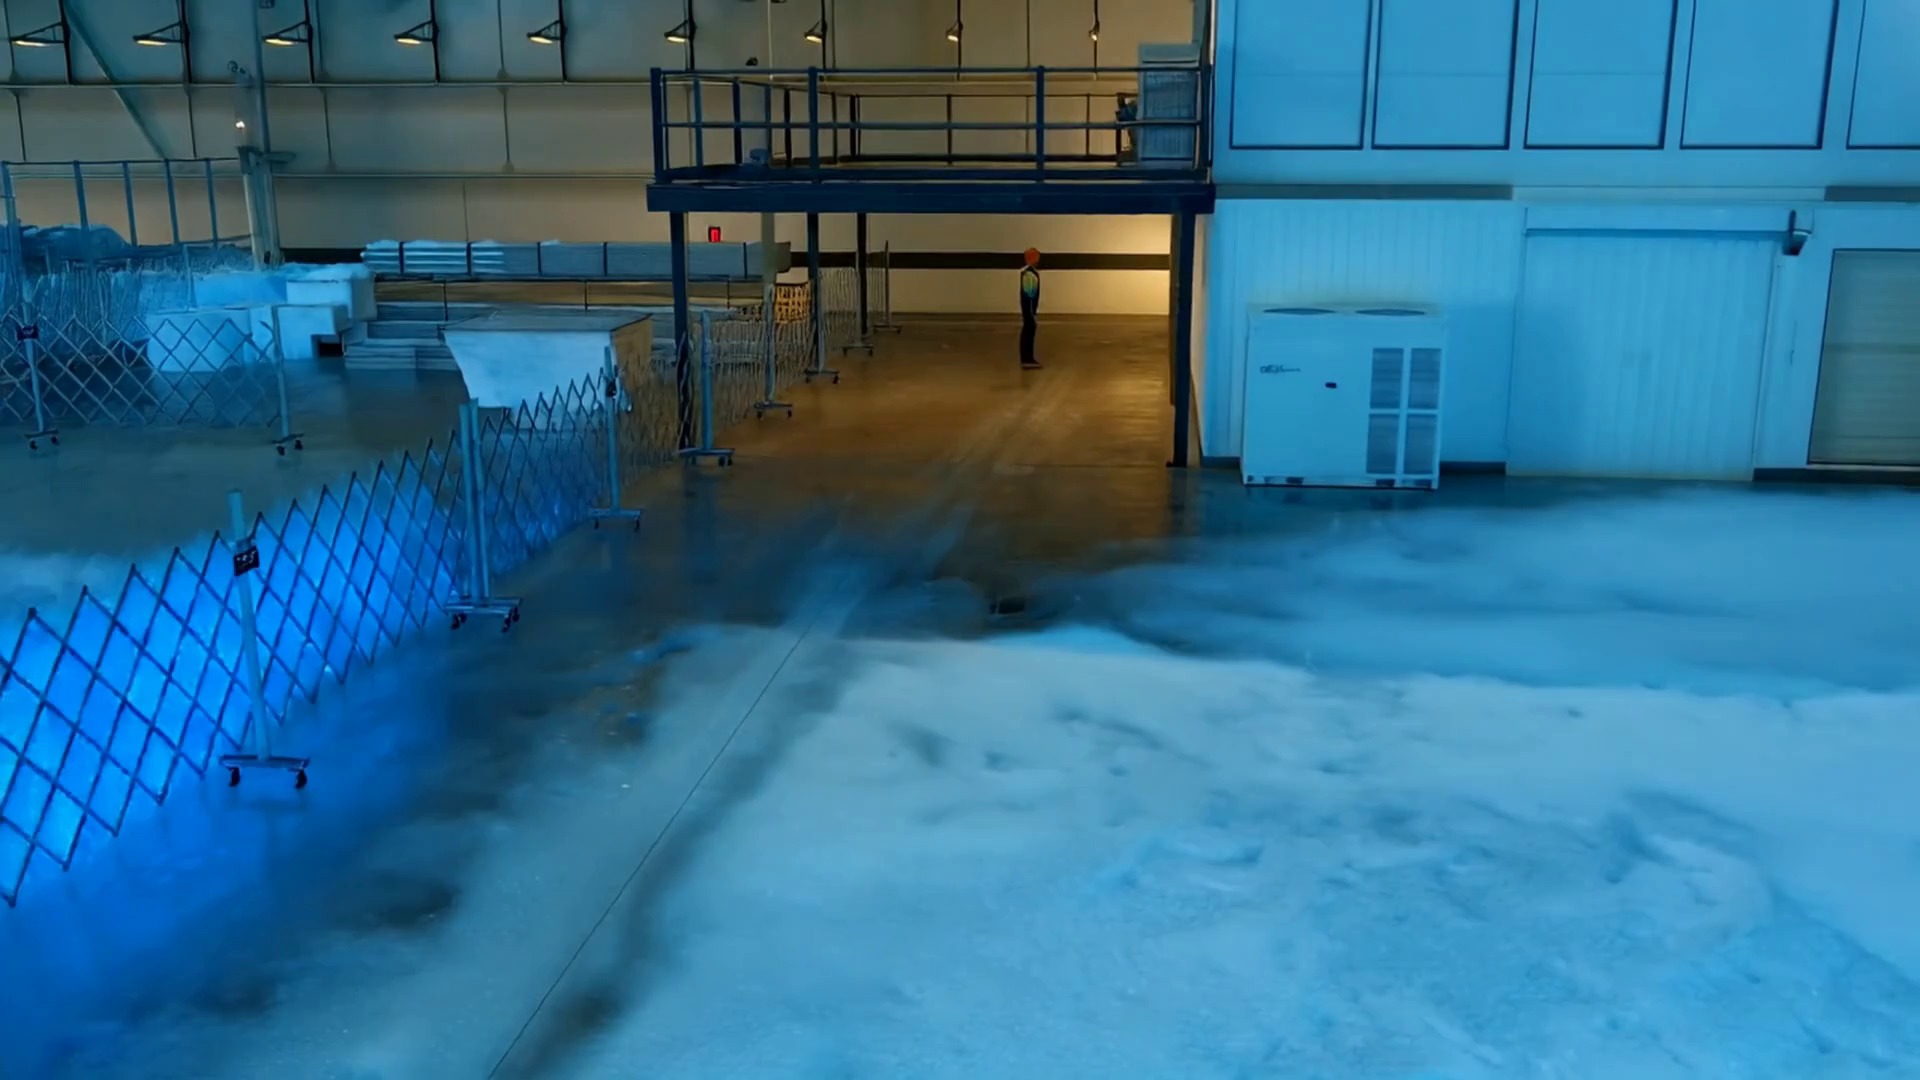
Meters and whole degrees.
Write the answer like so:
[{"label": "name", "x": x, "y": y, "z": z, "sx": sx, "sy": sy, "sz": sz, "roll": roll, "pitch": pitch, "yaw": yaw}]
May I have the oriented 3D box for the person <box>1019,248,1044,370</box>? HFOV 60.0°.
[{"label": "person", "x": 1.080, "y": -3.526, "z": 25.374, "sx": 0.344, "sy": 1.839, "sz": 0.504, "roll": -2, "pitch": 14, "yaw": -10}]
